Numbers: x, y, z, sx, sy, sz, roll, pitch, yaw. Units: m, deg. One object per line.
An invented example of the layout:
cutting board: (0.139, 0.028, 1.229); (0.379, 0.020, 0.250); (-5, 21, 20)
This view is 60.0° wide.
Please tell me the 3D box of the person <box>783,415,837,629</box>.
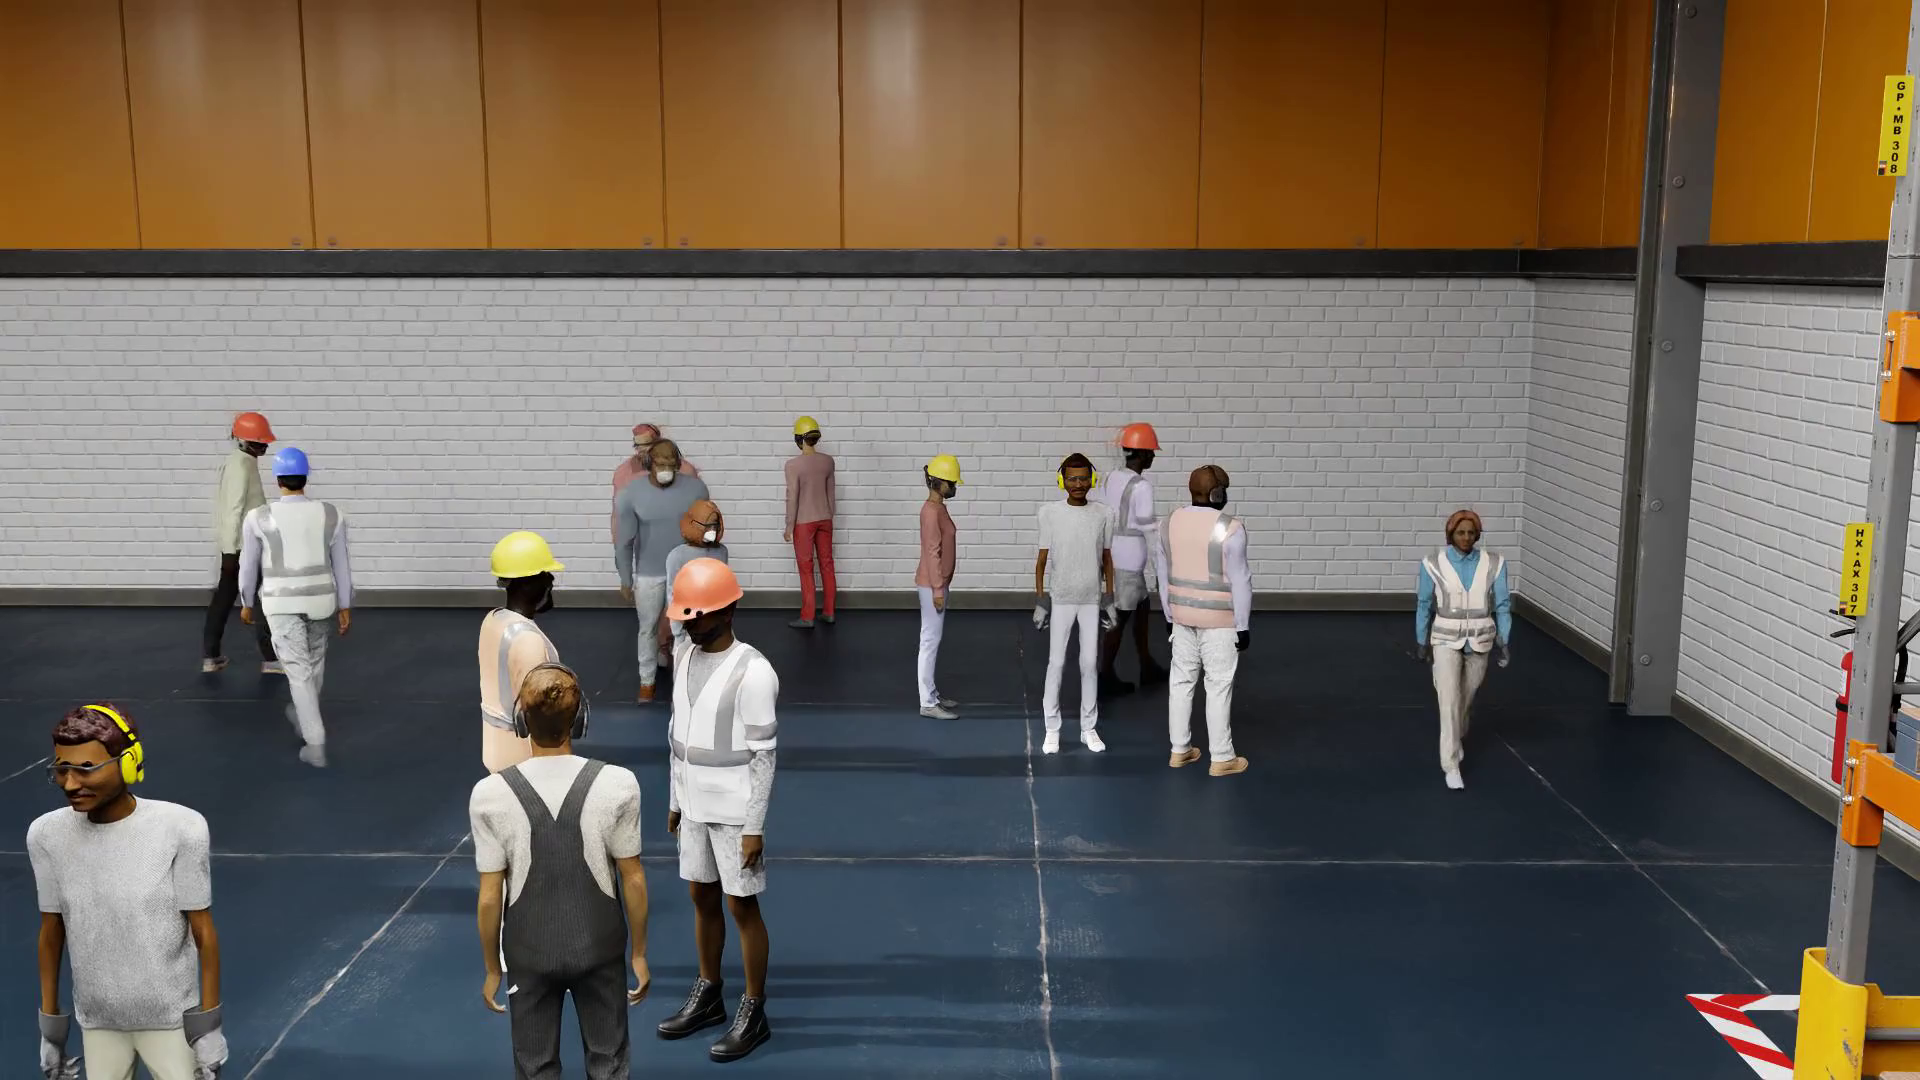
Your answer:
person: (-1.250, -0.145, 13.763); (0.328, 1.769, 0.526); (9, 13, 44)

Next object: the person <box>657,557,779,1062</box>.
person: (-0.936, 1.012, 6.337); (0.543, 1.932, 0.365); (8, 12, 40)

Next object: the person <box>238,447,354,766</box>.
person: (-4.103, 0.379, 10.230); (0.605, 1.892, 0.970); (-8, 13, -40)

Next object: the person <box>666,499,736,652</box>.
person: (-1.531, 0.565, 9.903); (0.279, 1.633, 0.499); (6, 11, 33)

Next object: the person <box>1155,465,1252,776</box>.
person: (1.461, 0.471, 9.852); (0.627, 1.842, 0.429); (8, 13, 41)

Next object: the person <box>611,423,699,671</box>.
person: (-2.252, 0.037, 12.468); (0.714, 1.837, 1.004); (0, 9, 1)

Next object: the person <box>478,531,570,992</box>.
person: (-1.787, 0.918, 6.906); (0.360, 1.930, 0.587); (-6, 11, -32)

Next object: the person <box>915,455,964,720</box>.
person: (-0.135, 0.307, 11.085); (0.327, 1.760, 0.523); (0, 9, 1)

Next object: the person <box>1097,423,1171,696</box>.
person: (1.298, 0.140, 11.622); (0.822, 1.905, 0.579); (-3, 10, -19)

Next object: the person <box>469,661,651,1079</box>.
person: (-1.195, 1.272, 5.034); (0.506, 1.847, 0.343); (-2, 10, -12)

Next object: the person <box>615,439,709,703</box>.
person: (-1.969, 0.249, 11.146); (0.638, 1.855, 1.036); (-3, 10, -15)

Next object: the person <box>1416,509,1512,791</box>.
person: (2.956, 0.602, 9.810); (0.516, 1.595, 0.890); (1, 10, 4)

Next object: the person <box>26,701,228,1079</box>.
person: (-2.301, 1.339, 4.632); (0.529, 1.857, 0.367); (0, 9, -1)

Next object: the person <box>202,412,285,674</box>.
person: (-5.276, 0.030, 12.217); (0.710, 1.943, 0.662); (-4, 10, -24)

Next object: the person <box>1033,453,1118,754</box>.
person: (0.715, 0.389, 10.257); (0.532, 1.871, 0.319); (-1, 10, -8)
